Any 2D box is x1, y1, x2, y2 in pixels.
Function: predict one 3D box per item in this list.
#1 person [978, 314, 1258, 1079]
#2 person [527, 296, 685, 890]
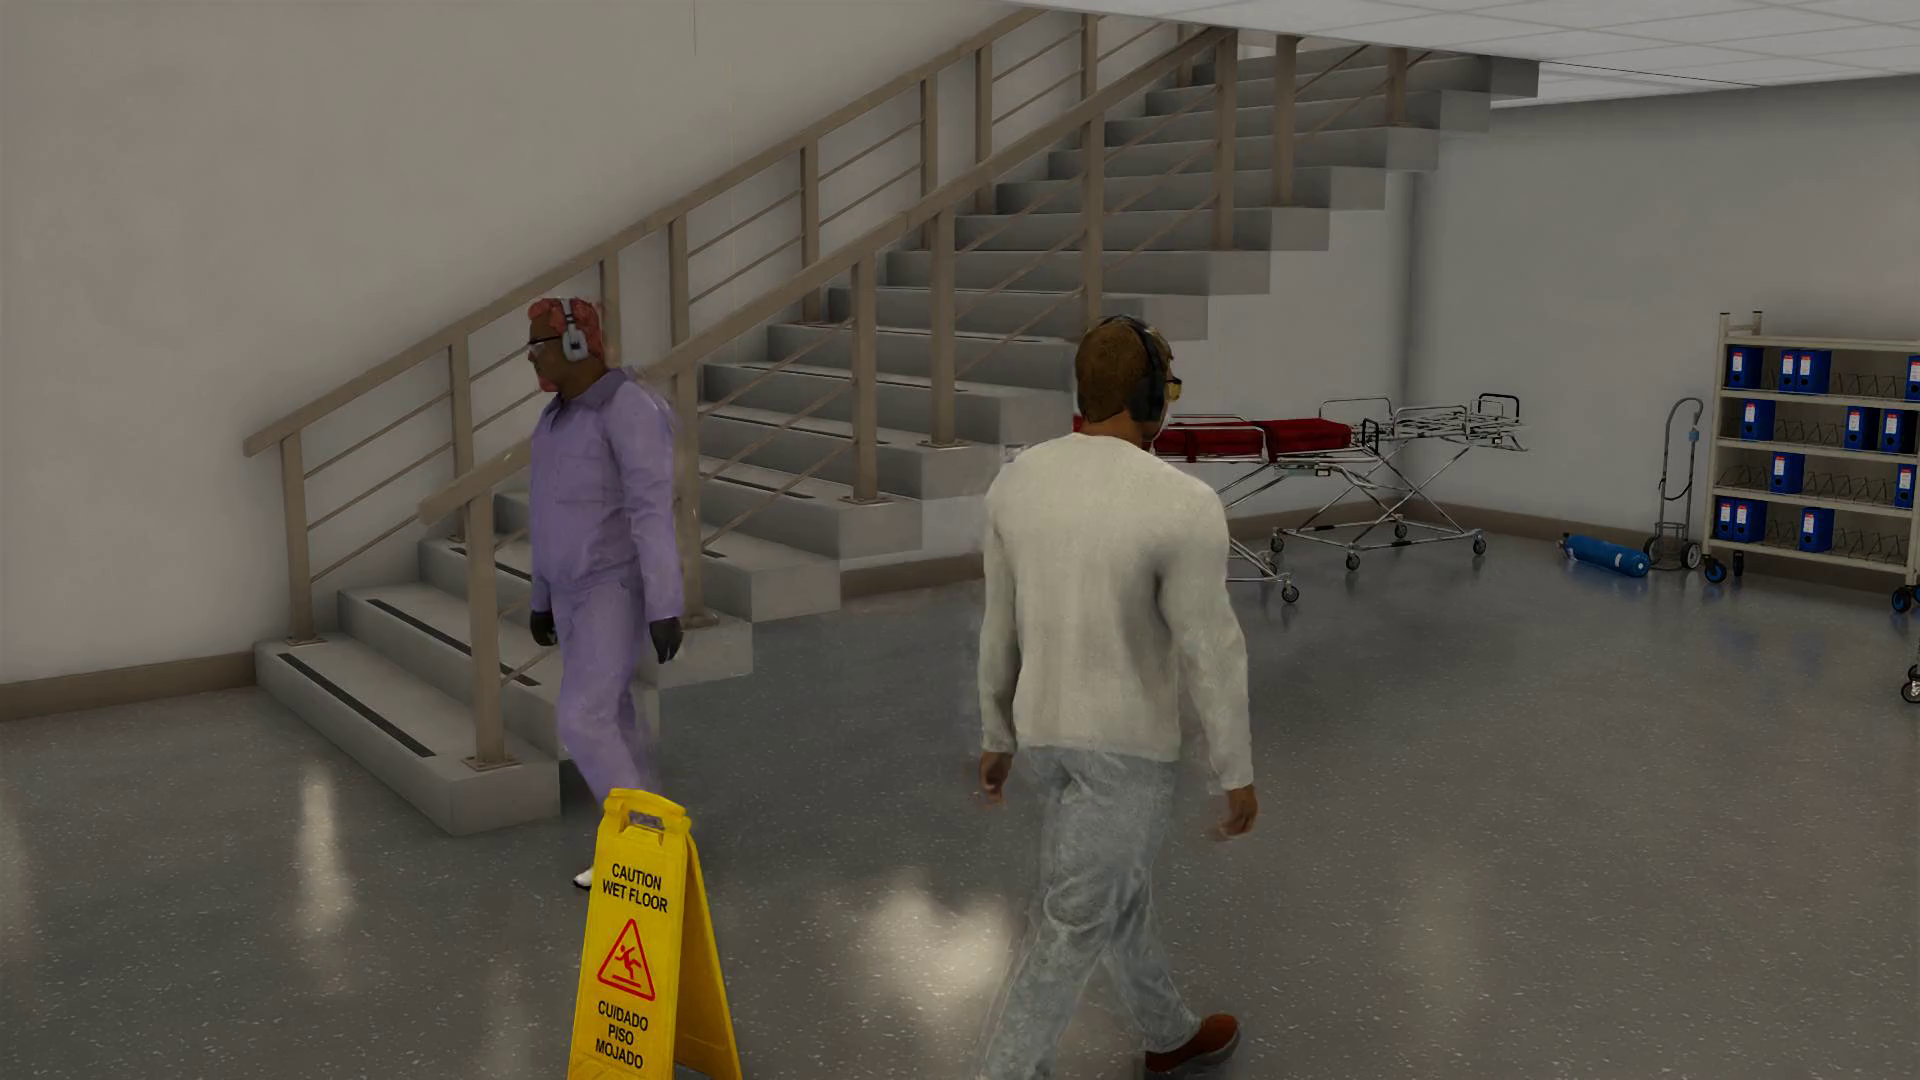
[{"bbox_3d":[0.322,0.450,3.704,1.019,1.890,0.650,-8,13,-40],"label":"person"},{"bbox_3d":[-1.166,0.189,5.200,0.508,1.880,0.674,-9,13,-40],"label":"person"}]
